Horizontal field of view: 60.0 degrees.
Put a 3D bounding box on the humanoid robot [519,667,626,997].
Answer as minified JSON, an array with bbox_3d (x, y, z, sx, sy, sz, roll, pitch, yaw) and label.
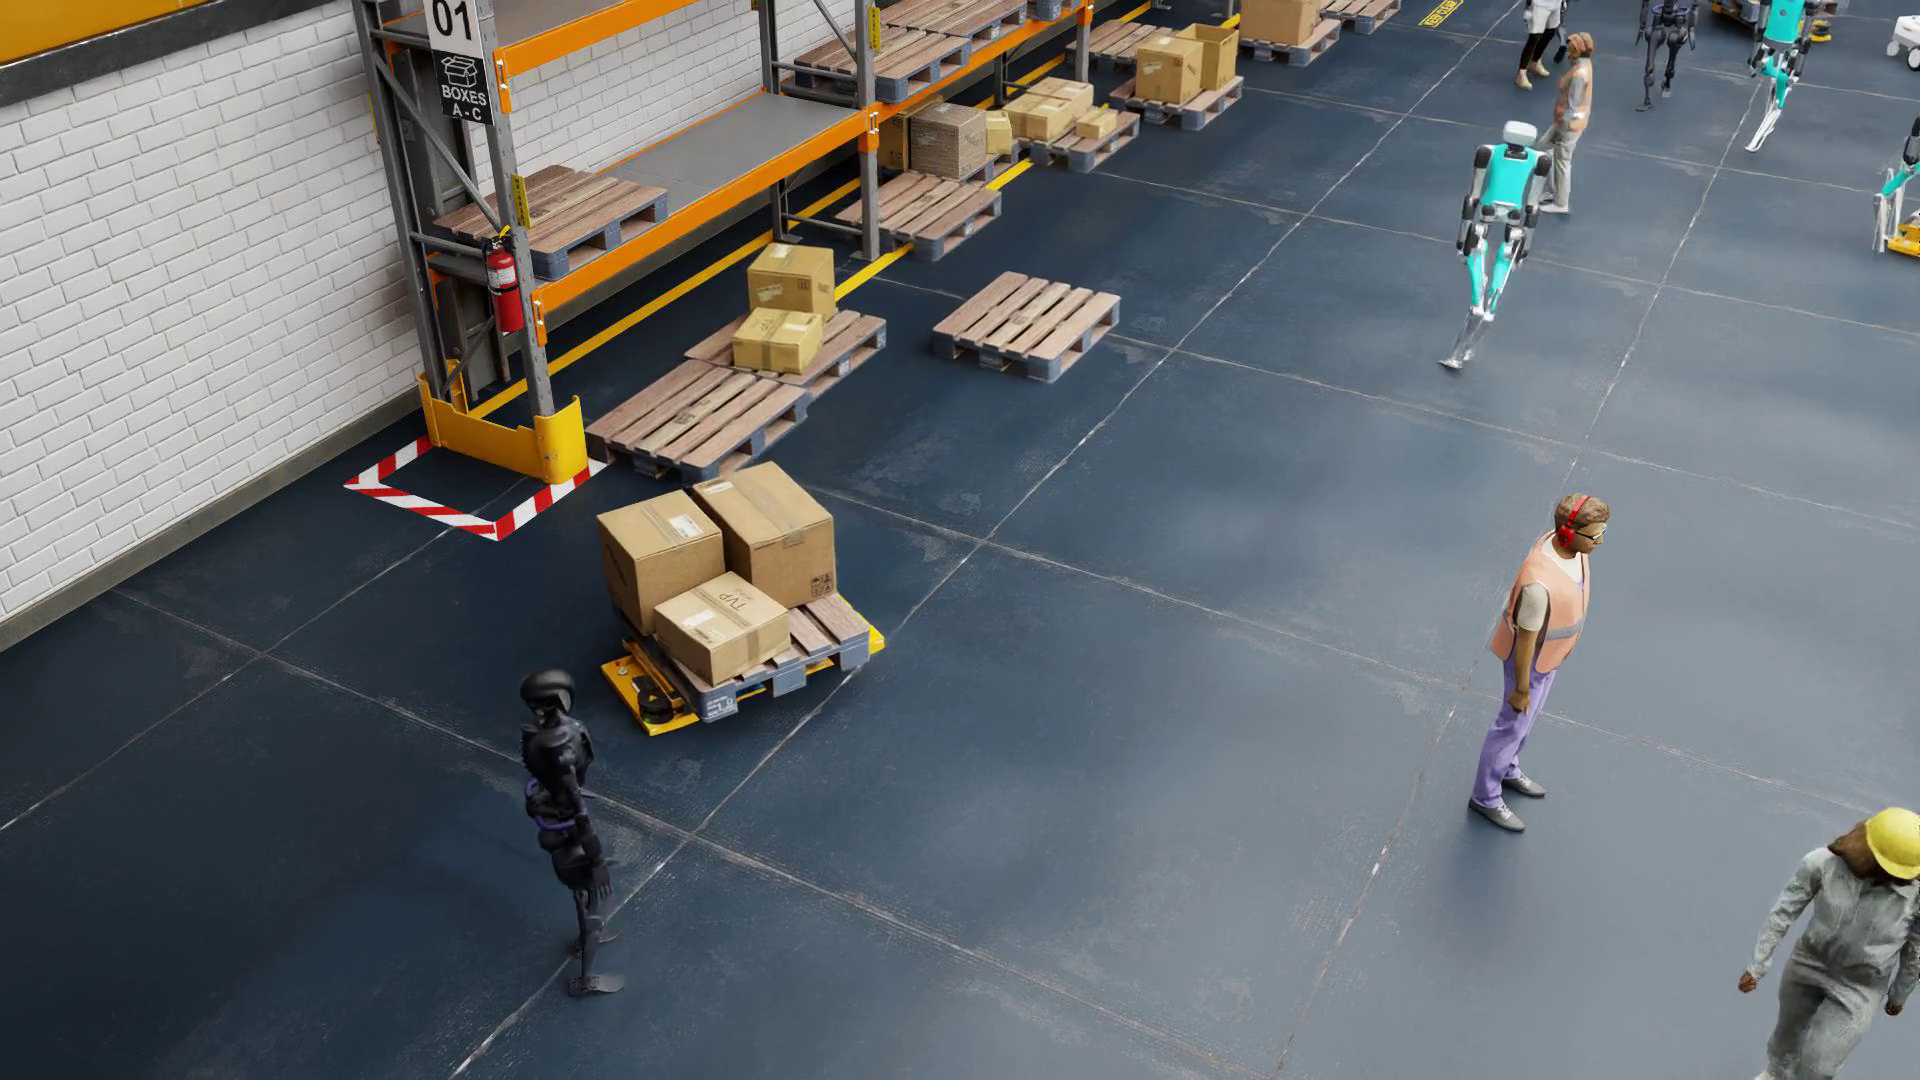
[{"bbox_3d":[-1.651,1.207,7.043,0.338,1.655,0.601,-15,36,-22],"label":"humanoid robot"}]

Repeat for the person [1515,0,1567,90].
[{"bbox_3d":[6.074,-5.577,17.304,0.659,1.677,0.460,-19,38,-26],"label":"person"}]

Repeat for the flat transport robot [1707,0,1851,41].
[{"bbox_3d":[9.426,-6.073,19.336,0.659,0.231,1.431,-5,34,-7],"label":"flat transport robot"}]

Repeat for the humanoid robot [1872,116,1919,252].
[{"bbox_3d":[7.887,-3.237,13.738,0.541,1.831,0.668,-9,35,-13],"label":"humanoid robot"}]

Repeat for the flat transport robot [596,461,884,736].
[{"bbox_3d":[-1.199,0.611,9.224,1.431,0.231,0.659,-20,38,-27],"label":"flat transport robot"}]

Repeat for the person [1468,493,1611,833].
[{"bbox_3d":[2.712,0.558,7.884,0.376,1.838,0.561,20,39,28],"label":"person"}]

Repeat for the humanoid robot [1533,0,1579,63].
[{"bbox_3d":[6.476,-6.021,18.000,0.595,1.635,0.627,-3,34,-4],"label":"humanoid robot"}]

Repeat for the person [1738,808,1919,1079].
[{"bbox_3d":[3.281,1.667,6.299,0.650,1.717,0.516,-26,42,-34],"label":"person"}]

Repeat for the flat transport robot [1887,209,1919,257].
[{"bbox_3d":[8.522,-2.664,14.178,0.659,0.231,1.431,29,43,36],"label":"flat transport robot"}]

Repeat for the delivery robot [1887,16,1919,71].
[{"bbox_3d":[10.541,-5.469,18.141,0.499,0.571,0.756,-5,34,-8],"label":"delivery robot"}]

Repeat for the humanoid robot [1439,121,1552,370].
[{"bbox_3d":[3.793,-2.017,11.871,0.562,1.756,0.926,12,35,18],"label":"humanoid robot"}]

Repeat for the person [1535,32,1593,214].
[{"bbox_3d":[5.190,-3.595,14.359,0.468,1.609,0.548,12,35,18],"label":"person"}]

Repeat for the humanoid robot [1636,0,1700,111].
[{"bbox_3d":[7.180,-5.194,16.797,0.610,1.644,0.786,22,39,29],"label":"humanoid robot"}]

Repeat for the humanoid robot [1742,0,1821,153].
[{"bbox_3d":[7.753,-4.509,15.660,1.005,1.746,0.538,-27,42,-35],"label":"humanoid robot"}]
